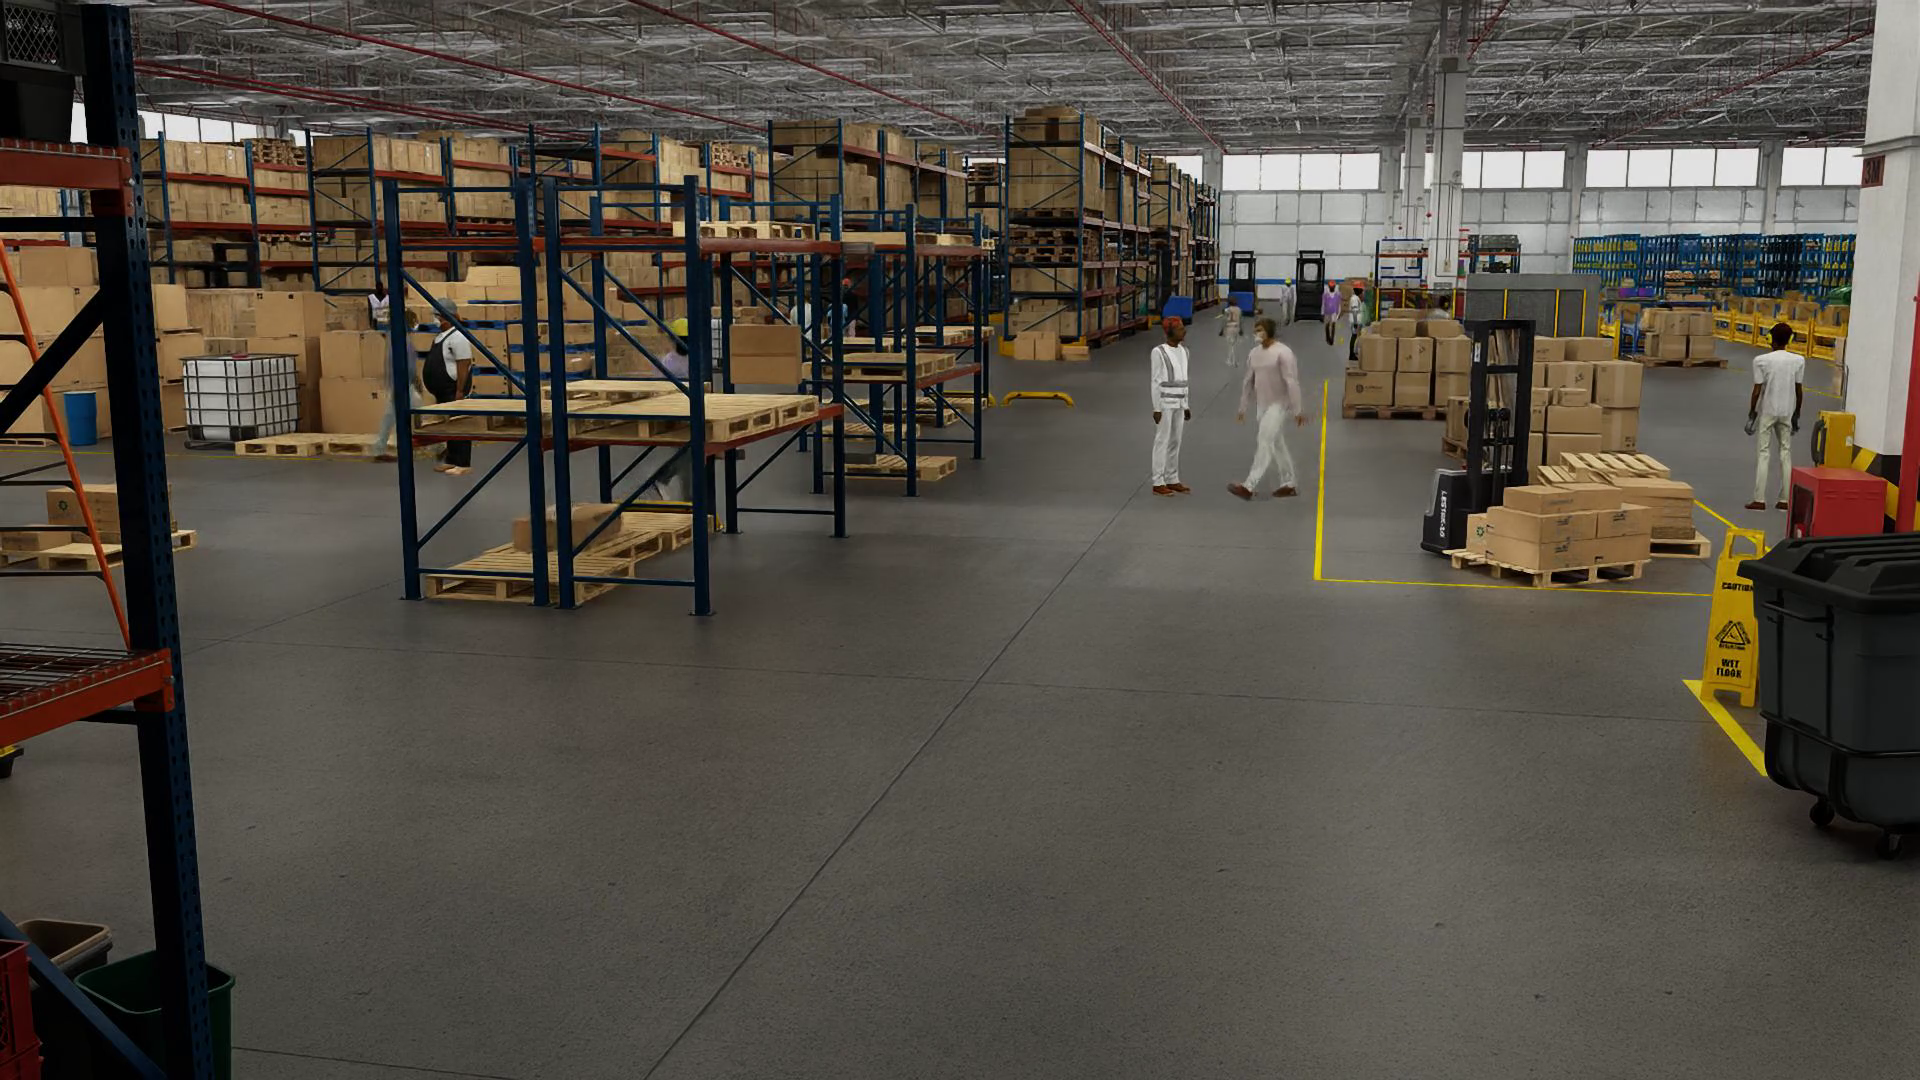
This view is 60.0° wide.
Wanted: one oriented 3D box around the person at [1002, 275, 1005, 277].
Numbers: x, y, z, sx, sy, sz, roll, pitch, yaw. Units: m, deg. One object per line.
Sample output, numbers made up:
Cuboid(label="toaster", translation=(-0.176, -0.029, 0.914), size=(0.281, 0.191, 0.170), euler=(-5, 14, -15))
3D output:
Cuboid(label="person", translation=(2.622, -14.351, 94.197), size=(0.560, 1.863, 0.870), euler=(-3, 10, -15))

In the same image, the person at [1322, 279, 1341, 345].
Cuboid(label="person", translation=(10.741, -6.595, 48.120), size=(0.545, 1.921, 0.625), euler=(2, 10, 11))

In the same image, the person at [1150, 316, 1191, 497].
Cuboid(label="person", translation=(2.218, -1.402, 17.452), size=(0.345, 1.883, 0.584), euler=(9, 13, 42))

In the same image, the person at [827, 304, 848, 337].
Cuboid(label="person", translation=(-2.970, -5.184, 40.415), size=(0.530, 1.693, 0.321), euler=(-4, 10, -21))

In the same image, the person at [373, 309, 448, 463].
Cuboid(label="person", translation=(-6.686, -1.862, 20.207), size=(1.031, 1.874, 0.633), euler=(-3, 10, -17))

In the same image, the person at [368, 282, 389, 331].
Cuboid(label="person", translation=(-14.575, -5.532, 41.842), size=(0.587, 1.911, 0.397), euler=(-5, 11, -27))

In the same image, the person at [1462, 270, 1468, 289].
Cuboid(label="person", translation=(24.396, -12.014, 80.079), size=(0.939, 1.954, 0.623), euler=(1, 10, 3))

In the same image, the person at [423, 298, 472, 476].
Cuboid(label="person", translation=(-5.886, -1.759, 19.106), size=(0.537, 2.000, 0.675), euler=(-6, 11, -33))

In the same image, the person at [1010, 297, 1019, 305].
Cuboid(label="person", translation=(2.106, -8.860, 62.212), size=(0.778, 1.671, 0.533), euler=(8, 13, 40))

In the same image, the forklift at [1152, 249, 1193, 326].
Cuboid(label="forklift", translation=(7.646, -9.320, 61.395), size=(1.873, 2.768, 1.129), euler=(2, 10, 11))

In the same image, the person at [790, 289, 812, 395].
Cuboid(label="person", translation=(-2.815, -3.622, 30.448), size=(0.628, 1.937, 0.378), euler=(6, 11, 32))

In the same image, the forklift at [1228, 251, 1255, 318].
Cuboid(label="forklift", translation=(11.905, -10.822, 70.287), size=(1.129, 2.768, 1.873), euler=(2, 10, 12))

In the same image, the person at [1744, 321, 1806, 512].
Cuboid(label="person", translation=(7.995, -1.207, 16.339), size=(0.512, 1.873, 0.329), euler=(1, 10, 4))

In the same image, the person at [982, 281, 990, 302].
Cuboid(label="person", translation=(1.176, -14.403, 94.416), size=(1.105, 1.909, 0.624), euler=(2, 10, 11))

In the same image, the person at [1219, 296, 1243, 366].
Cuboid(label="person", translation=(6.256, -4.842, 38.610), size=(0.538, 1.610, 0.717), euler=(-6, 11, -33))

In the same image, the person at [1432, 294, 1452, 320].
Cuboid(label="person", translation=(8.640, -3.469, 29.779), size=(0.398, 1.856, 0.550), euler=(-3, 10, -19))

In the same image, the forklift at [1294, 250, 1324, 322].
Cuboid(label="forklift", translation=(13.778, -10.002, 65.433), size=(1.129, 2.768, 1.873), euler=(2, 10, 12))

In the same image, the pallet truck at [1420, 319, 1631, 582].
Cuboid(label="pallet truck", translation=(4.543, -0.757, 13.299), size=(0.823, 1.965, 1.885), euler=(-4, 10, -22))

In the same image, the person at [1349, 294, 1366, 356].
Cuboid(label="person", translation=(10.212, -5.515, 42.599), size=(0.512, 1.610, 0.484), euler=(-5, 11, -27))

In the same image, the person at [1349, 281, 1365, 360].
Cuboid(label="person", translation=(9.739, -5.378, 40.836), size=(0.358, 1.936, 0.552), euler=(2, 10, 13))

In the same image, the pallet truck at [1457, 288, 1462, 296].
Cuboid(label="pallet truck", translation=(20.506, -9.785, 68.819), size=(0.653, 1.274, 1.630), euler=(2, 10, 12))

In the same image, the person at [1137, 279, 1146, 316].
Cuboid(label="person", translation=(6.507, -8.537, 60.108), size=(0.757, 1.736, 0.556), euler=(0, 10, 0))

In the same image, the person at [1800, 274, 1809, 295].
Cuboid(label="person", translation=(40.665, -11.948, 80.187), size=(0.909, 1.792, 0.603), euler=(1, 10, 8))

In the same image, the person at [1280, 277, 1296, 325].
Cuboid(label="person", translation=(12.295, -8.959, 62.414), size=(0.610, 1.813, 0.659), euler=(1, 10, 4))

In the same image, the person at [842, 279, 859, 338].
Cuboid(label="person", translation=(-2.835, -5.532, 41.606), size=(0.621, 1.985, 0.400), euler=(-3, 10, -15))

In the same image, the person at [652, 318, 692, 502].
Cuboid(label="person", translation=(-2.763, -1.224, 16.326), size=(0.611, 1.910, 0.592), euler=(3, 10, 16))

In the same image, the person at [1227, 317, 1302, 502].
Cuboid(label="person", translation=(3.129, -1.336, 17.075), size=(1.027, 1.876, 0.652), euler=(-5, 11, -28))

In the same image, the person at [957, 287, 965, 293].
Cuboid(label="person", translation=(-0.026, -8.720, 60.916), size=(0.621, 1.845, 0.429), euler=(4, 11, 25))

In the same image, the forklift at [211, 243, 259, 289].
Cuboid(label="forklift", translation=(-15.711, -5.077, 36.267), size=(1.129, 2.768, 1.873), euler=(2, 10, 12))
